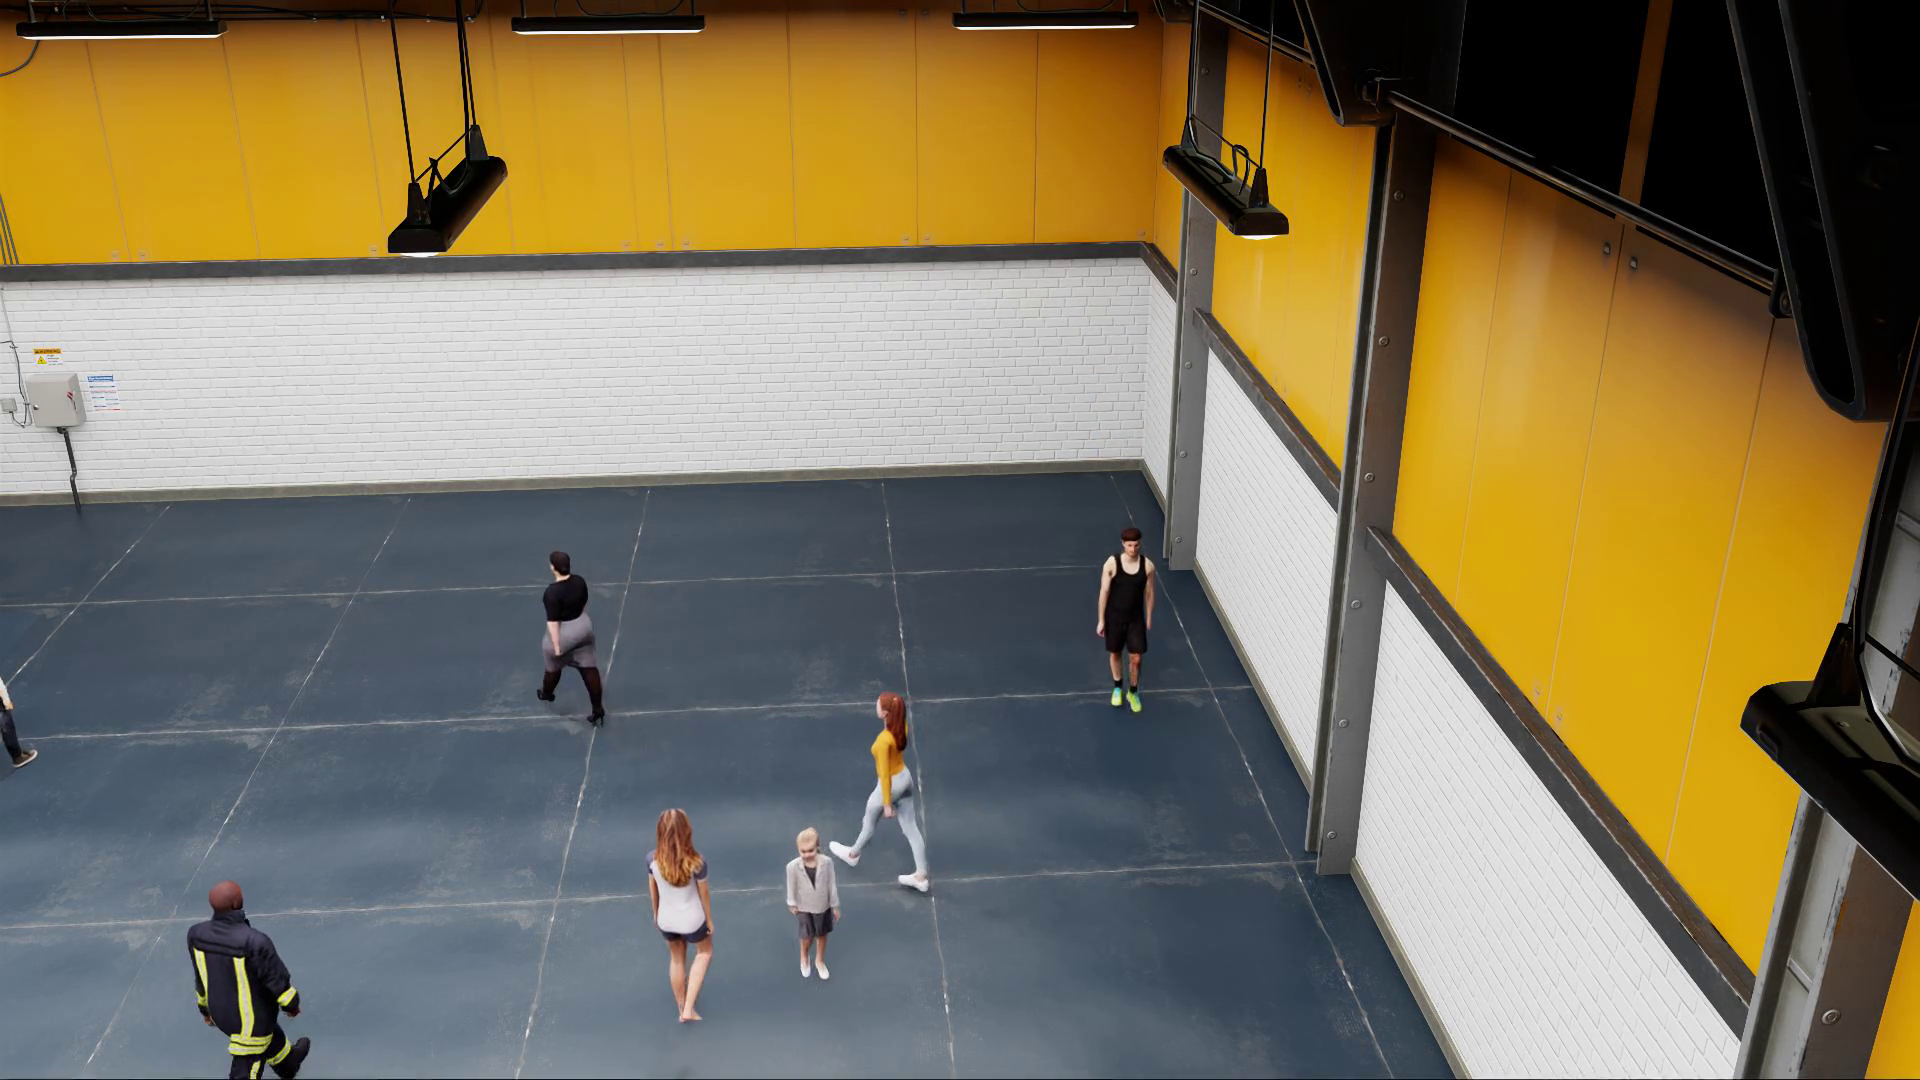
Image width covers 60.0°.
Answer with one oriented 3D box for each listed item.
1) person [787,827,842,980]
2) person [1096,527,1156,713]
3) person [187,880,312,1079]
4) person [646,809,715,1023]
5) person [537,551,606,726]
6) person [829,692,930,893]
[{"bbox_3d":[-1.092,2.644,12.248,0.569,1.266,0.594,-7,25,-16],"label":"person"},{"bbox_3d":[1.572,0.701,15.929,0.745,1.877,0.718,2,24,4],"label":"person"},{"bbox_3d":[-4.652,3.038,10.702,1.038,1.782,1.290,7,25,15],"label":"person"},{"bbox_3d":[-1.953,2.689,11.581,0.691,1.719,0.737,4,24,9],"label":"person"},{"bbox_3d":[-3.571,0.959,15.549,1.169,1.709,1.120,18,29,35],"label":"person"},{"bbox_3d":[-0.440,2.020,13.138,1.084,1.697,1.154,12,26,26],"label":"person"}]
